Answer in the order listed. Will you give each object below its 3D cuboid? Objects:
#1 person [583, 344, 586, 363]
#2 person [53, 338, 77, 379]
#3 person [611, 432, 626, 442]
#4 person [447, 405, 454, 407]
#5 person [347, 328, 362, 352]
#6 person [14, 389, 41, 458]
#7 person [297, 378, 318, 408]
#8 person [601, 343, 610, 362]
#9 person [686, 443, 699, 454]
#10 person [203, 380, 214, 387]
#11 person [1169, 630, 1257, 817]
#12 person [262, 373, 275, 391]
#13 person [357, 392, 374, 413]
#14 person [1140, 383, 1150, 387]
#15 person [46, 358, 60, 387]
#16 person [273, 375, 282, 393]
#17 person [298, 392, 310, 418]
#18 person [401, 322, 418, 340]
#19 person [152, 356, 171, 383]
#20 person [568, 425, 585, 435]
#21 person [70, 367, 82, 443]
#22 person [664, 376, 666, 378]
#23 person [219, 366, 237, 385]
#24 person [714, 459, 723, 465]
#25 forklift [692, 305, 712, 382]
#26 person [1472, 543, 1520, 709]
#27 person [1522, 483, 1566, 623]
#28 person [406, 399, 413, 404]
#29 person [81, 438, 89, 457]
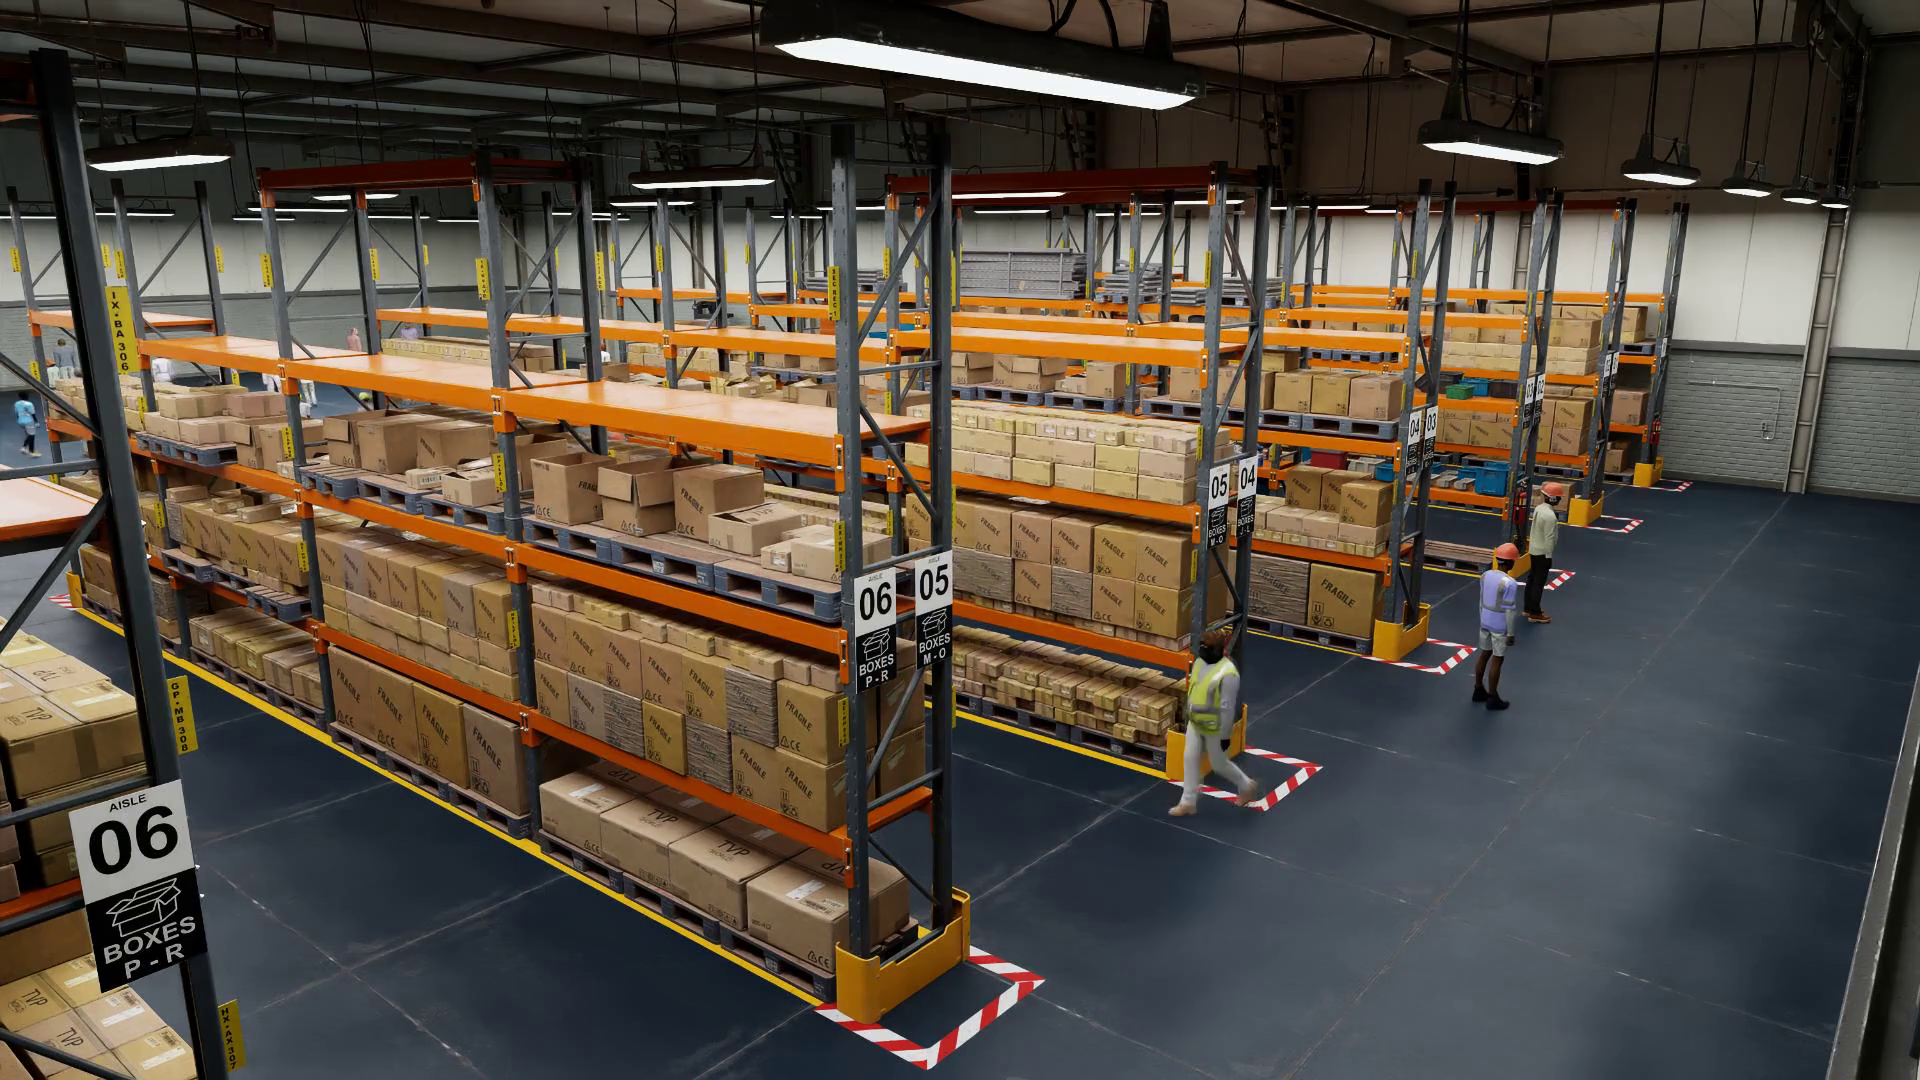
[{"bbox_3d":[-13.197,-6.382,45.073,0.429,1.838,0.629,5,15,21],"label":"person"},{"bbox_3d":[-30.316,-5.865,42.716,0.356,1.936,0.635,9,16,33],"label":"person"},{"bbox_3d":[-5.956,-0.904,22.129,0.596,2.018,0.643,11,17,38],"label":"person"},{"bbox_3d":[-14.073,-3.817,34.819,0.531,1.682,0.611,7,15,26],"label":"person"},{"bbox_3d":[-23.025,-7.138,48.030,0.638,1.904,0.402,7,15,26],"label":"person"},{"bbox_3d":[-22.841,-2.855,30.870,0.544,1.688,0.365,5,15,21],"label":"person"},{"bbox_3d":[-20.591,-4.969,39.682,0.427,1.615,0.564,13,19,42],"label":"person"},{"bbox_3d":[-11.774,-5.579,41.649,0.584,1.883,0.337,5,15,21],"label":"person"},{"bbox_3d":[-4.768,-0.944,22.656,0.939,1.838,0.601,8,16,29],"label":"person"},{"bbox_3d":[-18.599,-3.069,31.458,0.561,1.831,0.808,-7,15,-25],"label":"person"},{"bbox_3d":[2.405,1.712,11.808,0.817,1.814,0.631,-6,15,-22],"label":"person"},{"bbox_3d":[-21.267,-4.942,39.024,0.396,1.892,0.657,6,15,24],"label":"person"},{"bbox_3d":[-14.017,-2.657,29.959,0.855,1.736,0.518,10,17,37],"label":"person"},{"bbox_3d":[4.907,-3.483,33.182,0.625,1.806,0.763,-12,18,-41],"label":"person"},{"bbox_3d":[-28.001,-4.792,38.938,0.286,1.633,0.498,-1,14,-4],"label":"person"},{"bbox_3d":[-18.633,-3.938,34.842,0.610,1.912,0.434,-3,14,-11],"label":"person"},{"bbox_3d":[-15.302,-2.545,29.234,0.500,1.862,0.332,-5,15,-20],"label":"person"},{"bbox_3d":[-22.791,-8.135,52.189,0.655,1.882,0.873,0,14,-1],"label":"person"},{"bbox_3d":[-24.965,-5.046,39.386,0.443,1.916,0.566,6,15,25],"label":"person"},{"bbox_3d":[-8.212,-1.846,26.879,0.507,1.604,0.734,-8,16,-30],"label":"person"},{"bbox_3d":[-23.034,-3.596,33.259,1.036,2.000,0.682,-7,15,-26],"label":"person"},{"bbox_3d":[-8.162,-3.934,34.716,0.371,1.963,0.608,0,14,0],"label":"person"},{"bbox_3d":[-22.708,-4.970,39.056,0.589,1.927,0.369,3,14,11],"label":"person"},{"bbox_3d":[-5.195,-2.095,27.317,1.023,1.896,0.647,1,14,2],"label":"person"},{"bbox_3d":[-9.511,-7.392,47.124,1.873,2.768,1.129,11,17,38],"label":"forklift"},{"bbox_3d":[6.236,0.979,14.590,0.389,1.929,0.546,-3,14,-14],"label":"person"},{"bbox_3d":[8.267,0.164,17.820,0.407,1.987,0.614,2,14,7],"label":"person"},{"bbox_3d":[-18.068,-5.373,40.714,0.694,1.934,1.036,-11,17,-38],"label":"person"},{"bbox_3d":[-21.583,-2.979,30.863,0.655,1.923,0.633,-1,14,-4],"label":"person"}]
